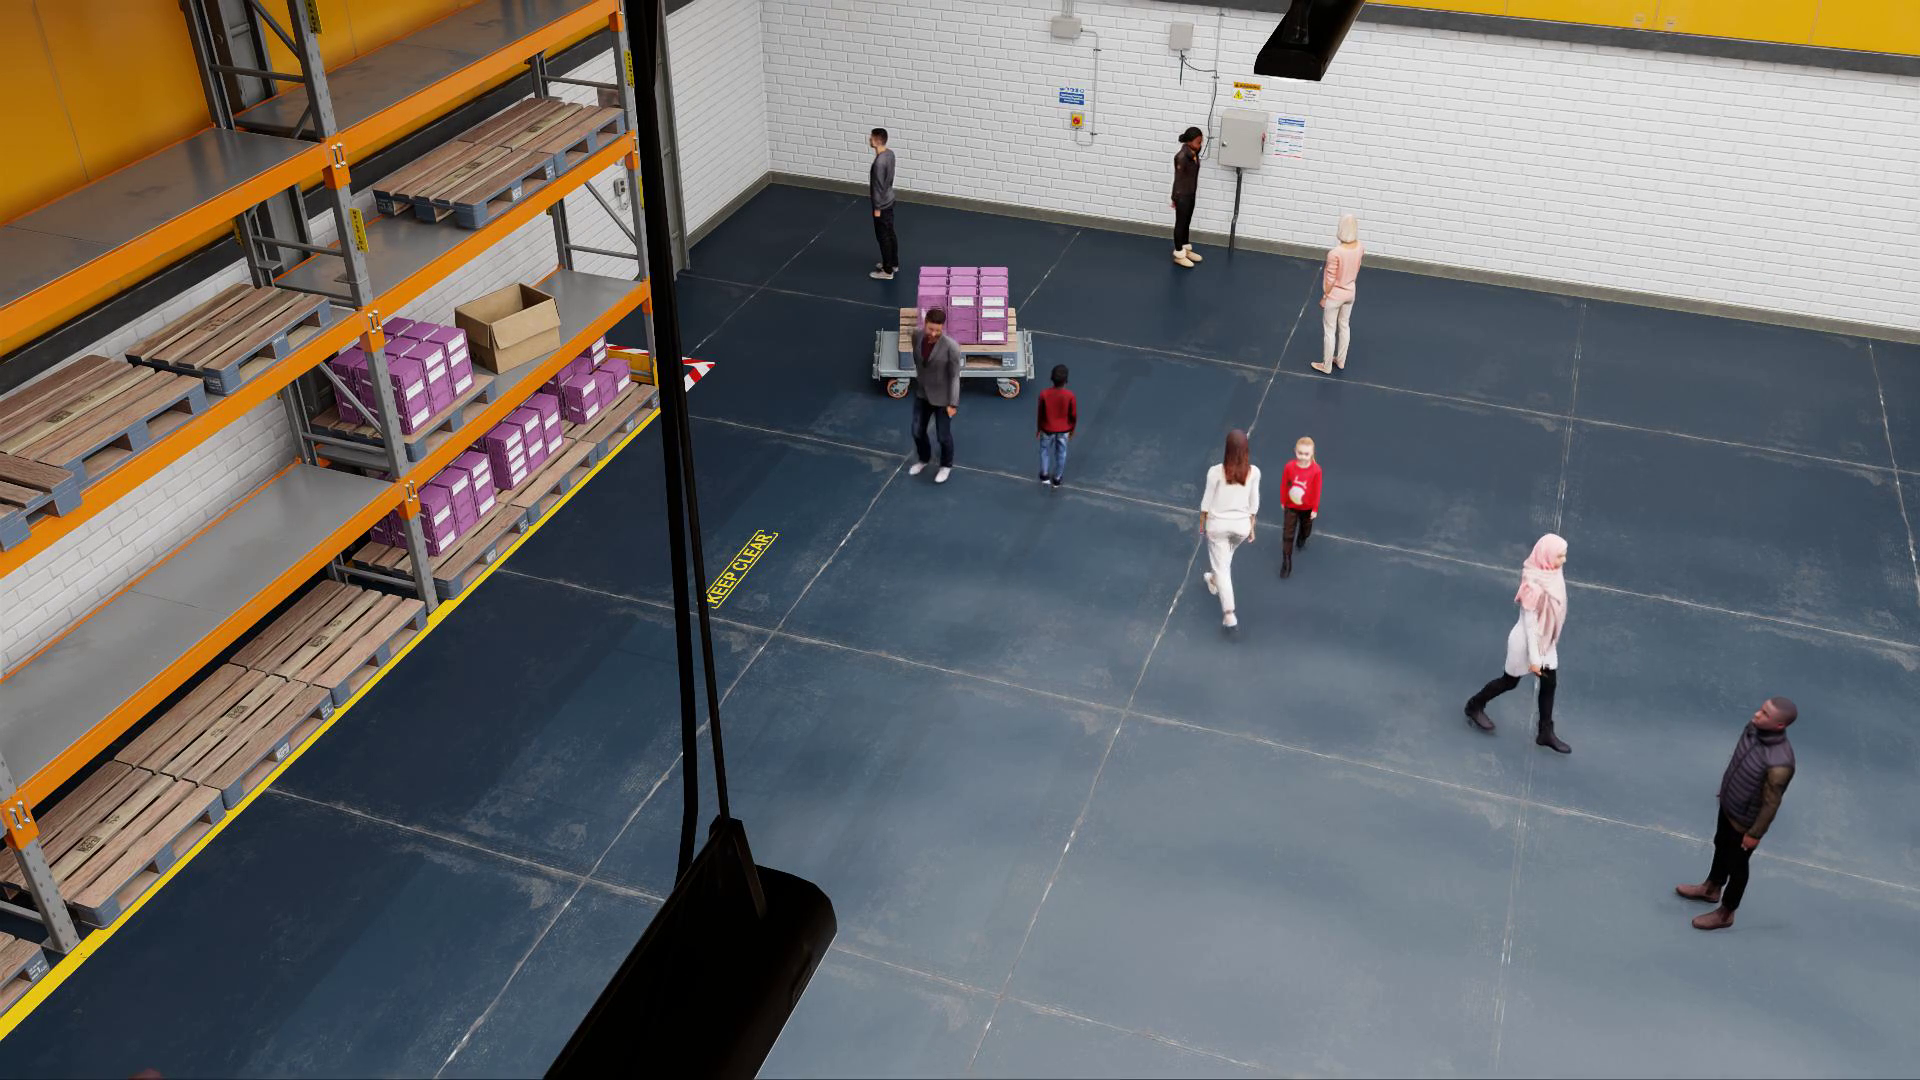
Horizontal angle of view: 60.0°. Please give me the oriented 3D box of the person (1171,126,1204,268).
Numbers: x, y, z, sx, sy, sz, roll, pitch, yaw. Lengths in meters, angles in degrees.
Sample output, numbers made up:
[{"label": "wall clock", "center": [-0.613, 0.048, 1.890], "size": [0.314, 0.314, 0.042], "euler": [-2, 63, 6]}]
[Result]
[{"label": "person", "center": [2.622, -4.036, 19.436], "size": [0.662, 1.660, 0.588], "euler": [-3, 34, -4]}]

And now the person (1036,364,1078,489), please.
[{"label": "person", "center": [0.881, -1.016, 15.261], "size": [0.574, 1.251, 0.571], "euler": [1, 34, 1]}]

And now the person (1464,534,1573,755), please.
[{"label": "person", "center": [4.087, 0.742, 12.149], "size": [0.978, 1.770, 1.088], "euler": [28, 43, 36]}]

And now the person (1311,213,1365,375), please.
[{"label": "person", "center": [3.909, -2.541, 17.128], "size": [0.658, 1.725, 0.745], "euler": [-19, 38, -27]}]

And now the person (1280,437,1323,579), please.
[{"label": "person", "center": [2.909, -0.322, 14.199], "size": [0.527, 1.273, 0.806], "euler": [9, 35, 13]}]

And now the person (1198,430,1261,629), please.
[{"label": "person", "center": [2.193, -0.068, 13.468], "size": [0.973, 1.657, 1.196], "euler": [-6, 34, -9]}]

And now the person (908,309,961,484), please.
[{"label": "person", "center": [-0.217, -1.346, 15.238], "size": [0.771, 1.827, 0.744], "euler": [27, 42, 34]}]

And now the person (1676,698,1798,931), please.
[{"label": "person", "center": [5.014, 1.728, 10.606], "size": [0.816, 1.835, 0.628], "euler": [1, 34, 2]}]

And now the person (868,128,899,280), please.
[{"label": "person", "center": [-0.871, -3.872, 19.100], "size": [0.686, 1.759, 0.478], "euler": [8, 34, 12]}]
